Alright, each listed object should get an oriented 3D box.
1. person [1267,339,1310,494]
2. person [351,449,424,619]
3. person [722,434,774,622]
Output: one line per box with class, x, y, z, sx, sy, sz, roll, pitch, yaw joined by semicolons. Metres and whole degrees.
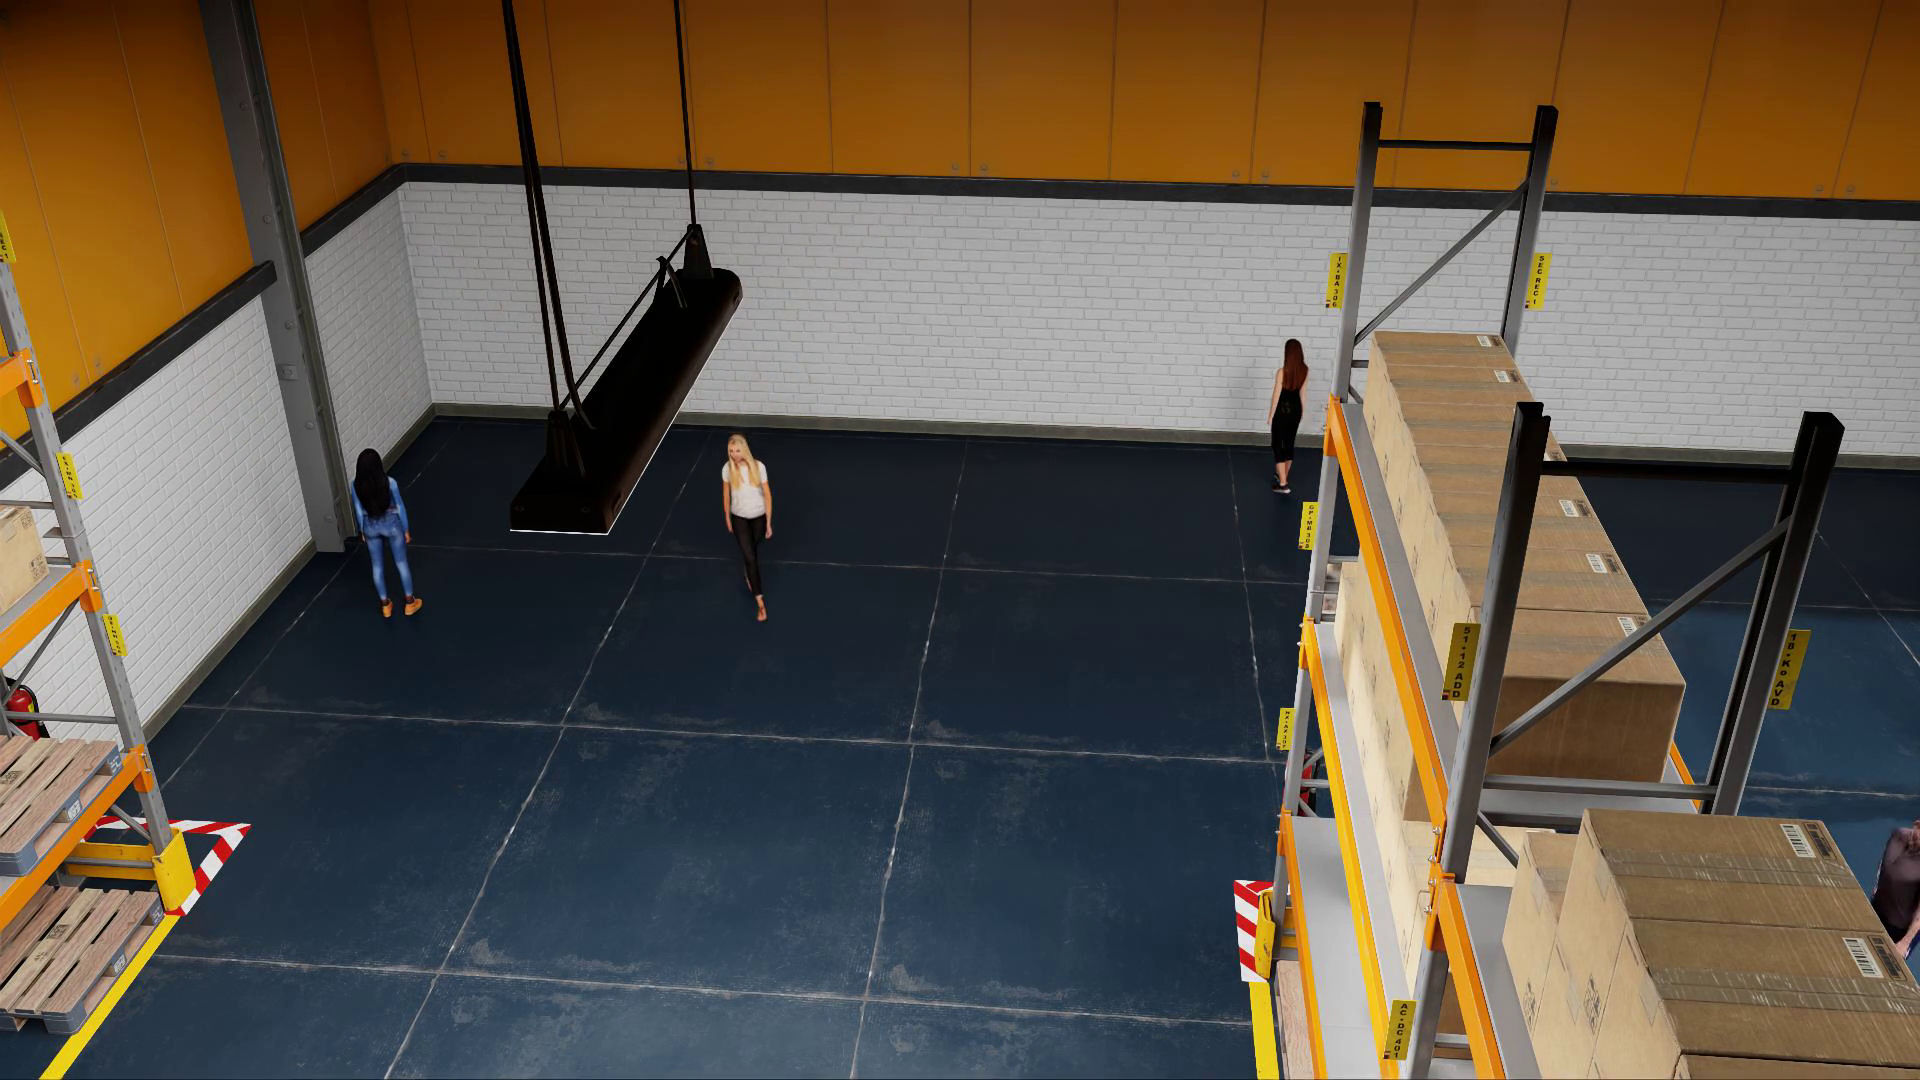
person;3.515;-1.332;17.778;0.766;1.735;0.870;-12;31;-21
person;-5.366;-0.071;15.491;0.631;1.713;0.565;-2;29;-4
person;-1.997;-0.213;15.697;0.908;1.764;1.259;-8;30;-14
